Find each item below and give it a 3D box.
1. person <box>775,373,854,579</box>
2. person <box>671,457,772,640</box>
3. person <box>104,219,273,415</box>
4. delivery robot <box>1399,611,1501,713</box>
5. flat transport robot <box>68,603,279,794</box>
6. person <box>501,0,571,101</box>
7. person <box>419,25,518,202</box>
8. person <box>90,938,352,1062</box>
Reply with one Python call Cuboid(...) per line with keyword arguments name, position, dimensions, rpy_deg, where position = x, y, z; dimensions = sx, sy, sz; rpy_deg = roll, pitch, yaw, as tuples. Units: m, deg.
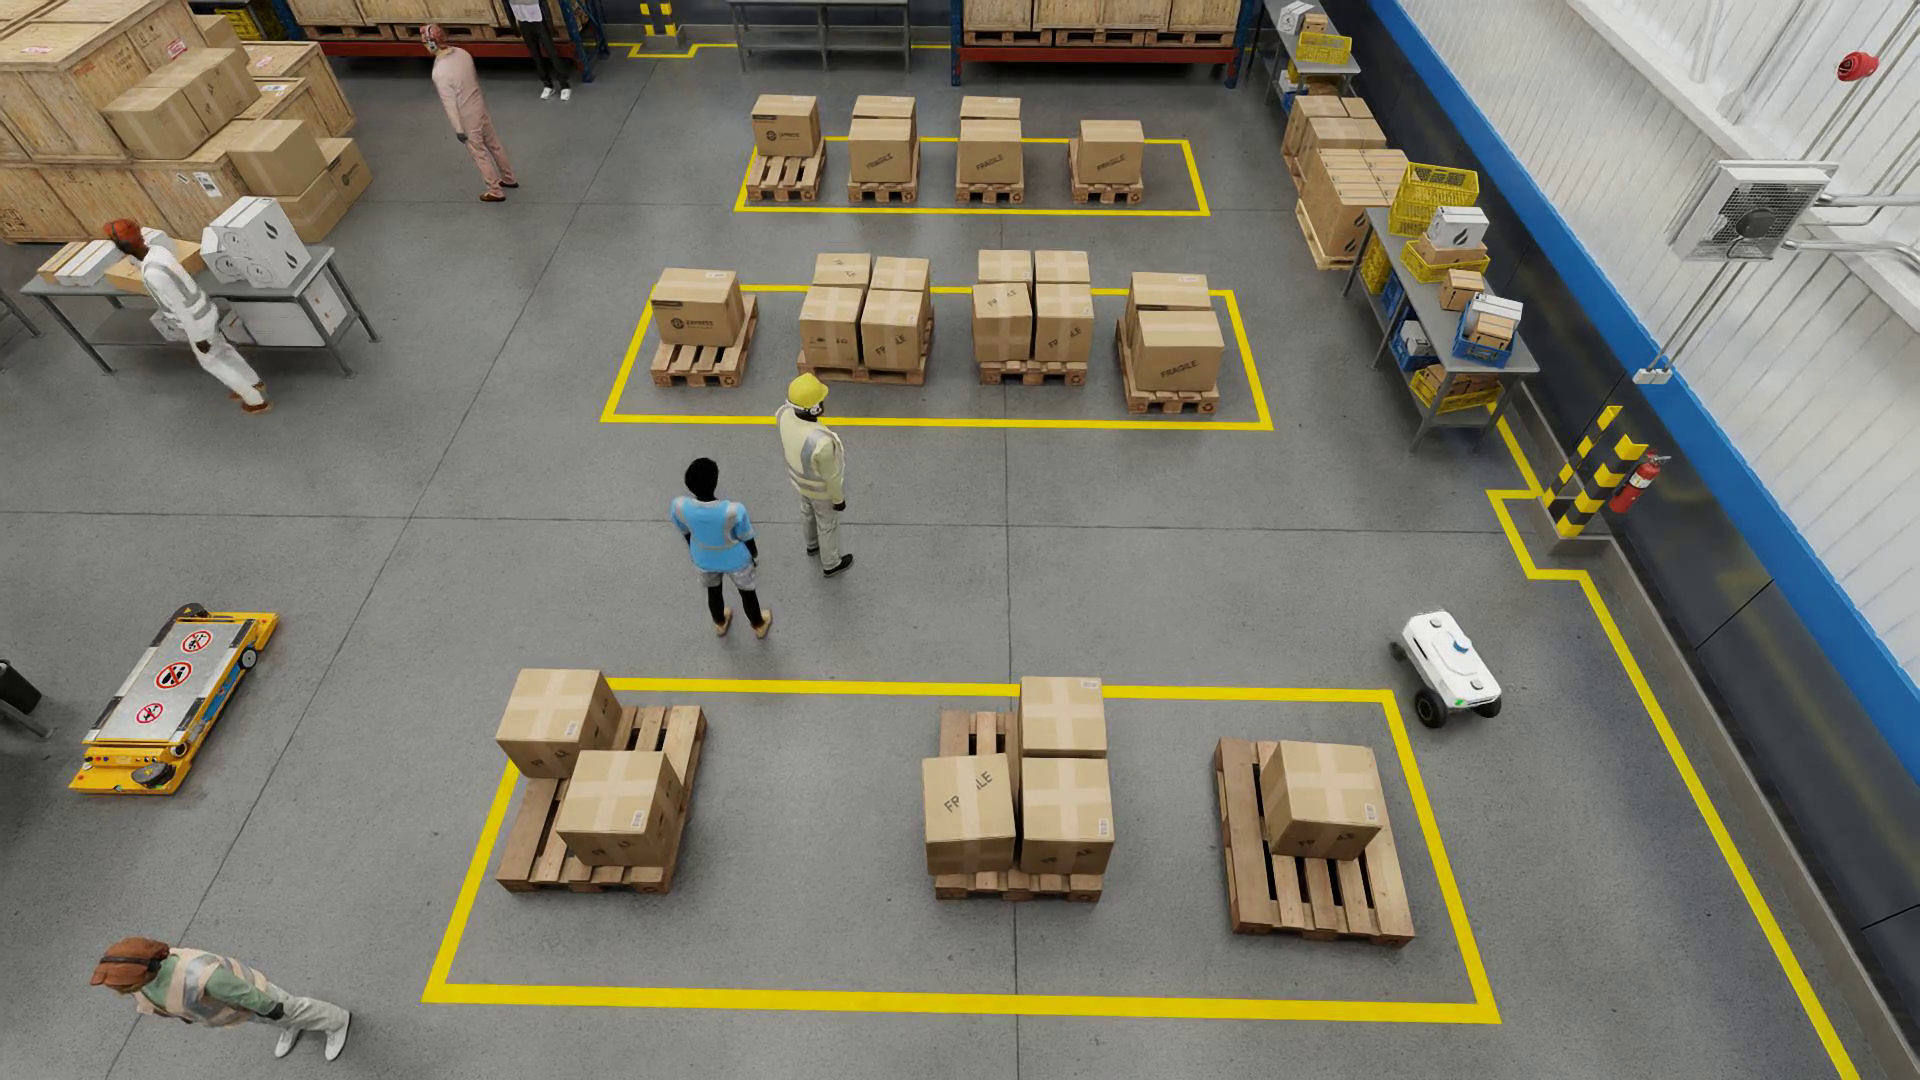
Cuboid(name="person", position=(-1.038, -0.460, 6.732), dimensions=(0.403, 1.827, 0.590), rpy_deg=(-31, 57, -24))
Cuboid(name="person", position=(-1.638, 0.101, 6.341), dimensions=(0.536, 1.690, 0.322), rpy_deg=(5, 50, 4))
Cuboid(name="person", position=(-6.625, -1.906, 7.926), dimensions=(0.398, 1.869, 0.601), rpy_deg=(-22, 53, -17))
Cuboid(name="delivery robot", position=(3.414, 0.844, 6.390), dimensions=(0.477, 0.478, 0.707), rpy_deg=(-9, 50, -8))
Cuboid(name="flat transport robot", position=(-5.504, 1.072, 6.442), dimensions=(0.652, 0.197, 1.431), rpy_deg=(1, 50, 1))
Cuboid(name="person", position=(-5.640, -6.819, 12.058), dimensions=(0.602, 1.906, 0.413), rpy_deg=(2, 50, 1))
Cuboid(name="person", position=(-5.562, -4.785, 10.344), dimensions=(0.401, 1.900, 0.646), rpy_deg=(8, 50, 6))
Cuboid(name="person", position=(-3.614, 2.280, 4.537), dimensions=(0.518, 1.632, 0.315), rpy_deg=(5, 50, 4))
